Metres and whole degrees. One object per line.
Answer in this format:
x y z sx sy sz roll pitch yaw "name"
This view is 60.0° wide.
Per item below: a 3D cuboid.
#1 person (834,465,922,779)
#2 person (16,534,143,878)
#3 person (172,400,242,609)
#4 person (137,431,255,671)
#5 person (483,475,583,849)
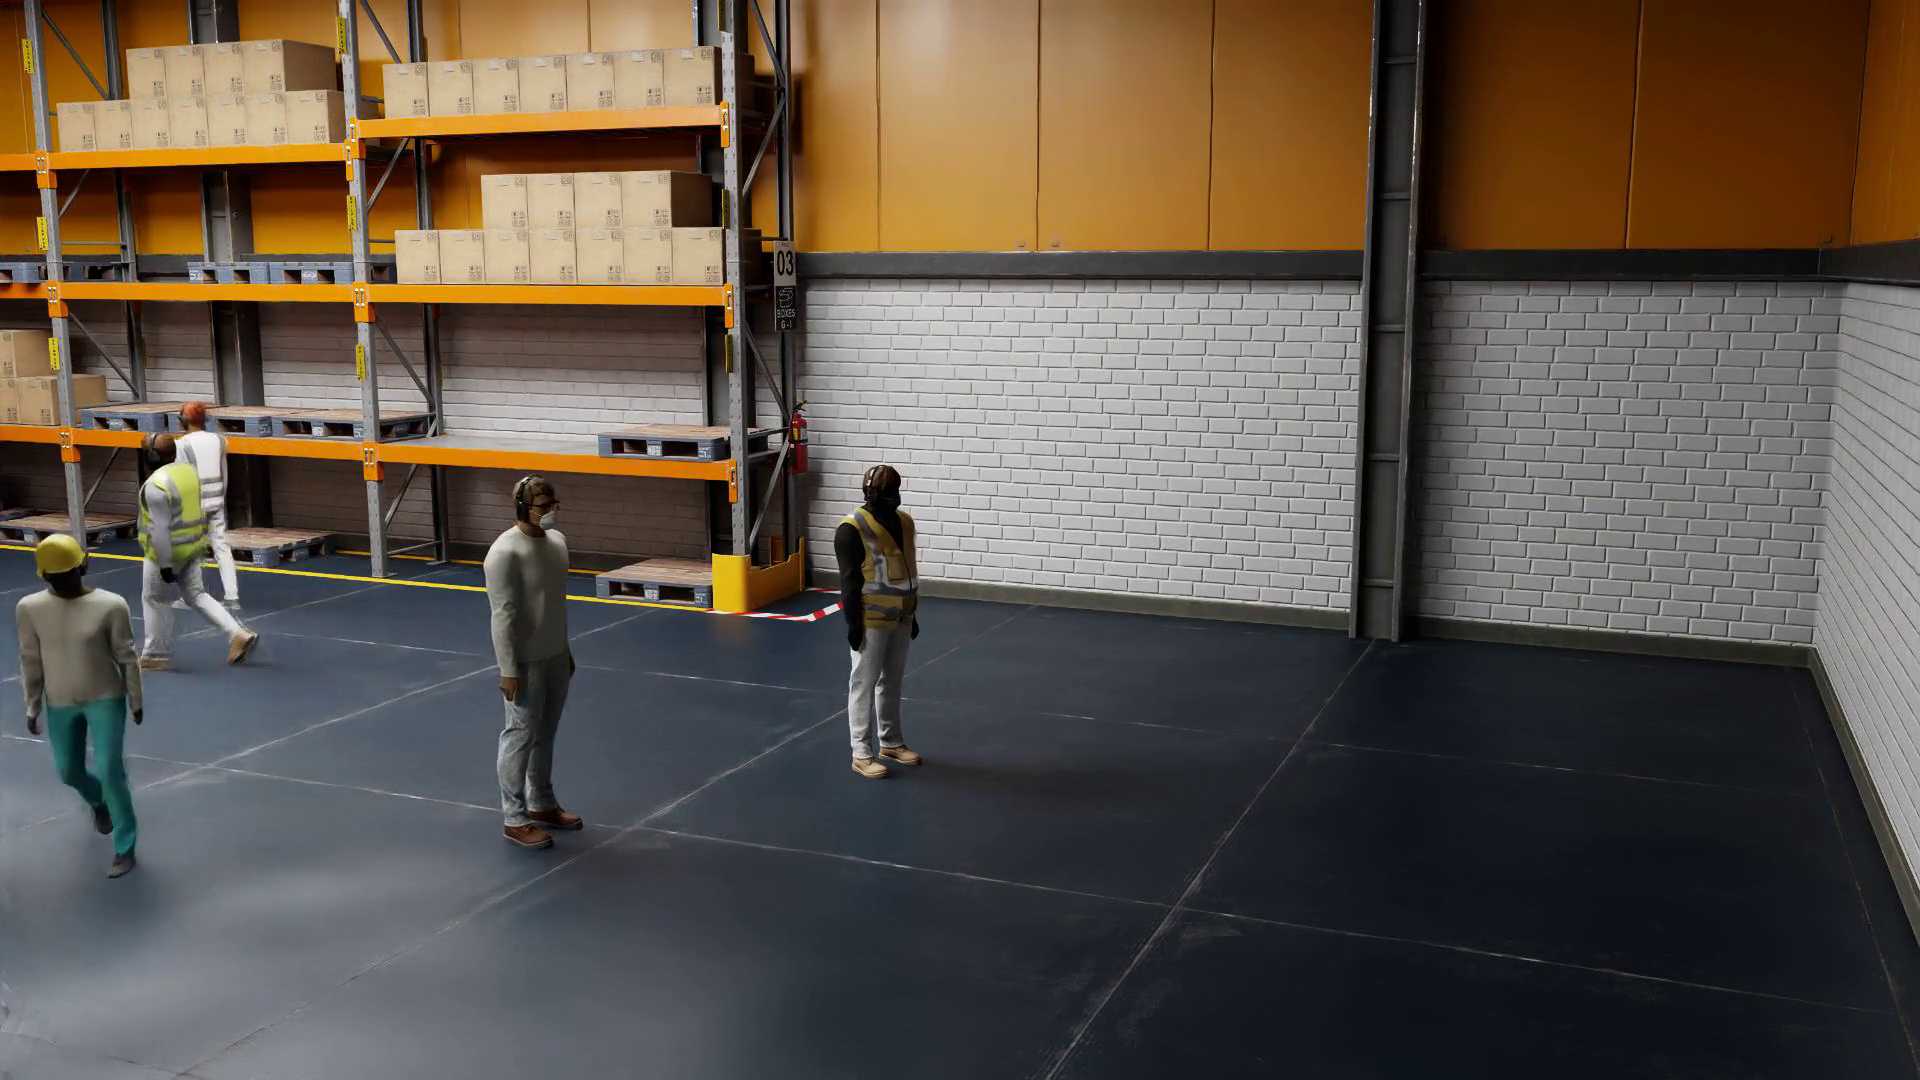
-0.455 0.470 9.897 0.429 1.844 0.625 7 12 36 "person"
-4.376 0.782 8.371 0.531 1.718 0.648 -2 9 -9 "person"
-6.638 -0.299 14.532 0.517 1.880 0.584 5 11 28 "person"
-5.769 0.087 12.324 0.854 1.817 0.634 1 9 4 "person"
-2.222 0.619 8.698 0.355 1.938 0.634 3 10 17 "person"
